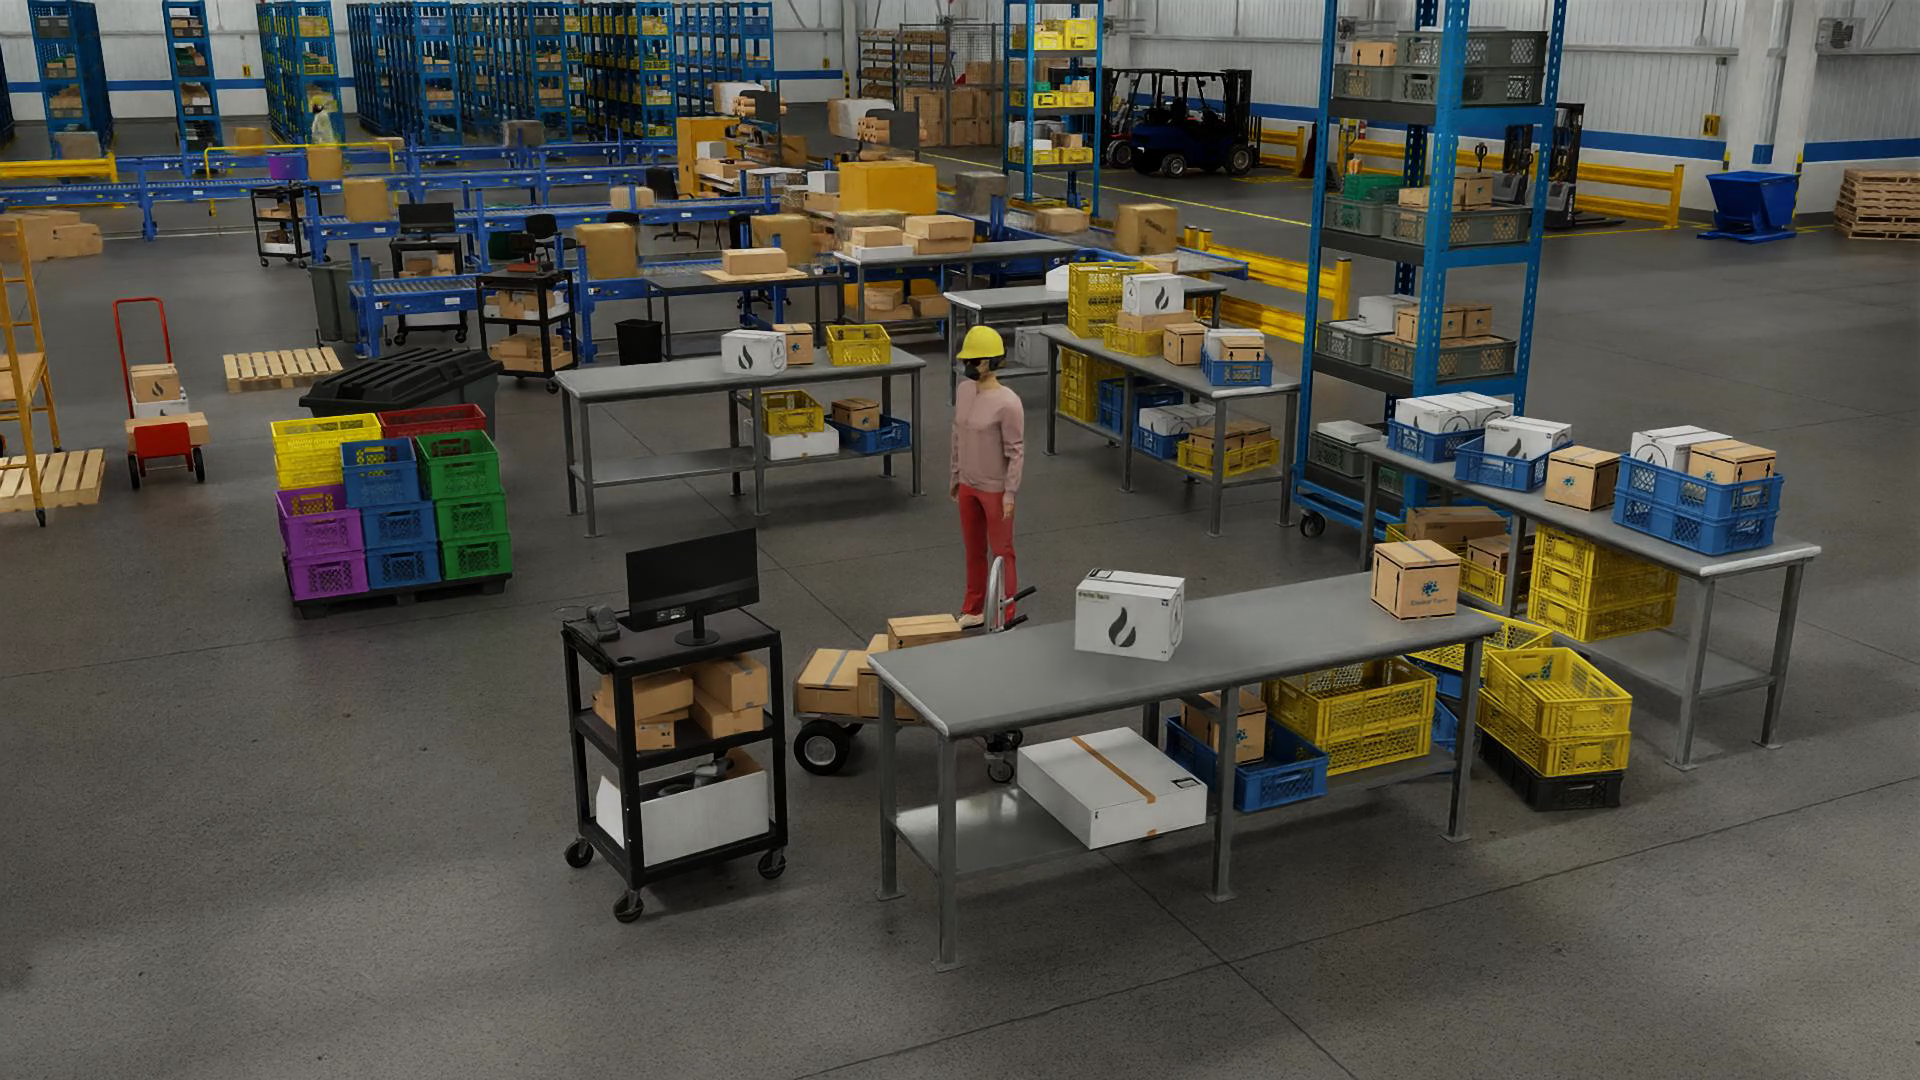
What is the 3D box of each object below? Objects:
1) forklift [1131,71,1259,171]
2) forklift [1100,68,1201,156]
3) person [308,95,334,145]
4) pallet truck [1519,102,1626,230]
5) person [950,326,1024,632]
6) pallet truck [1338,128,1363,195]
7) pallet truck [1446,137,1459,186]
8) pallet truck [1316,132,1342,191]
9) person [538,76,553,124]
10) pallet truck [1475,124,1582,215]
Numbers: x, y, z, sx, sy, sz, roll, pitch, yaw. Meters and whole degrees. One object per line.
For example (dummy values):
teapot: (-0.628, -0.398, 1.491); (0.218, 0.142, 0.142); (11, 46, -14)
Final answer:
forklift: (4.998, -8.936, 35.413); (2.680, 1.987, 1.157); (-9, 20, -25)
forklift: (4.082, -9.564, 37.410); (2.680, 1.987, 1.157); (-8, 19, -23)
person: (-12.656, -7.823, 32.745); (0.885, 1.793, 0.599); (-8, 19, -25)
pallet truck: (9.972, -6.037, 26.785); (1.885, 1.965, 0.823); (-9, 20, -25)
person: (0.126, -0.291, 9.060); (0.316, 1.769, 0.523); (-15, 23, -38)
pallet truck: (7.845, -7.140, 31.411); (1.522, 1.261, 0.704); (-9, 20, -25)
pallet truck: (9.184, -6.485, 29.328); (1.630, 1.274, 0.653); (-8, 19, -23)
pallet truck: (7.723, -7.504, 32.656); (1.601, 1.201, 0.680); (-8, 19, -23)
person: (-10.998, -11.487, 44.211); (0.399, 1.843, 0.568); (-11, 20, -30)
pallet truck: (9.707, -6.455, 28.103); (1.885, 1.965, 0.823); (-7, 19, -20)
